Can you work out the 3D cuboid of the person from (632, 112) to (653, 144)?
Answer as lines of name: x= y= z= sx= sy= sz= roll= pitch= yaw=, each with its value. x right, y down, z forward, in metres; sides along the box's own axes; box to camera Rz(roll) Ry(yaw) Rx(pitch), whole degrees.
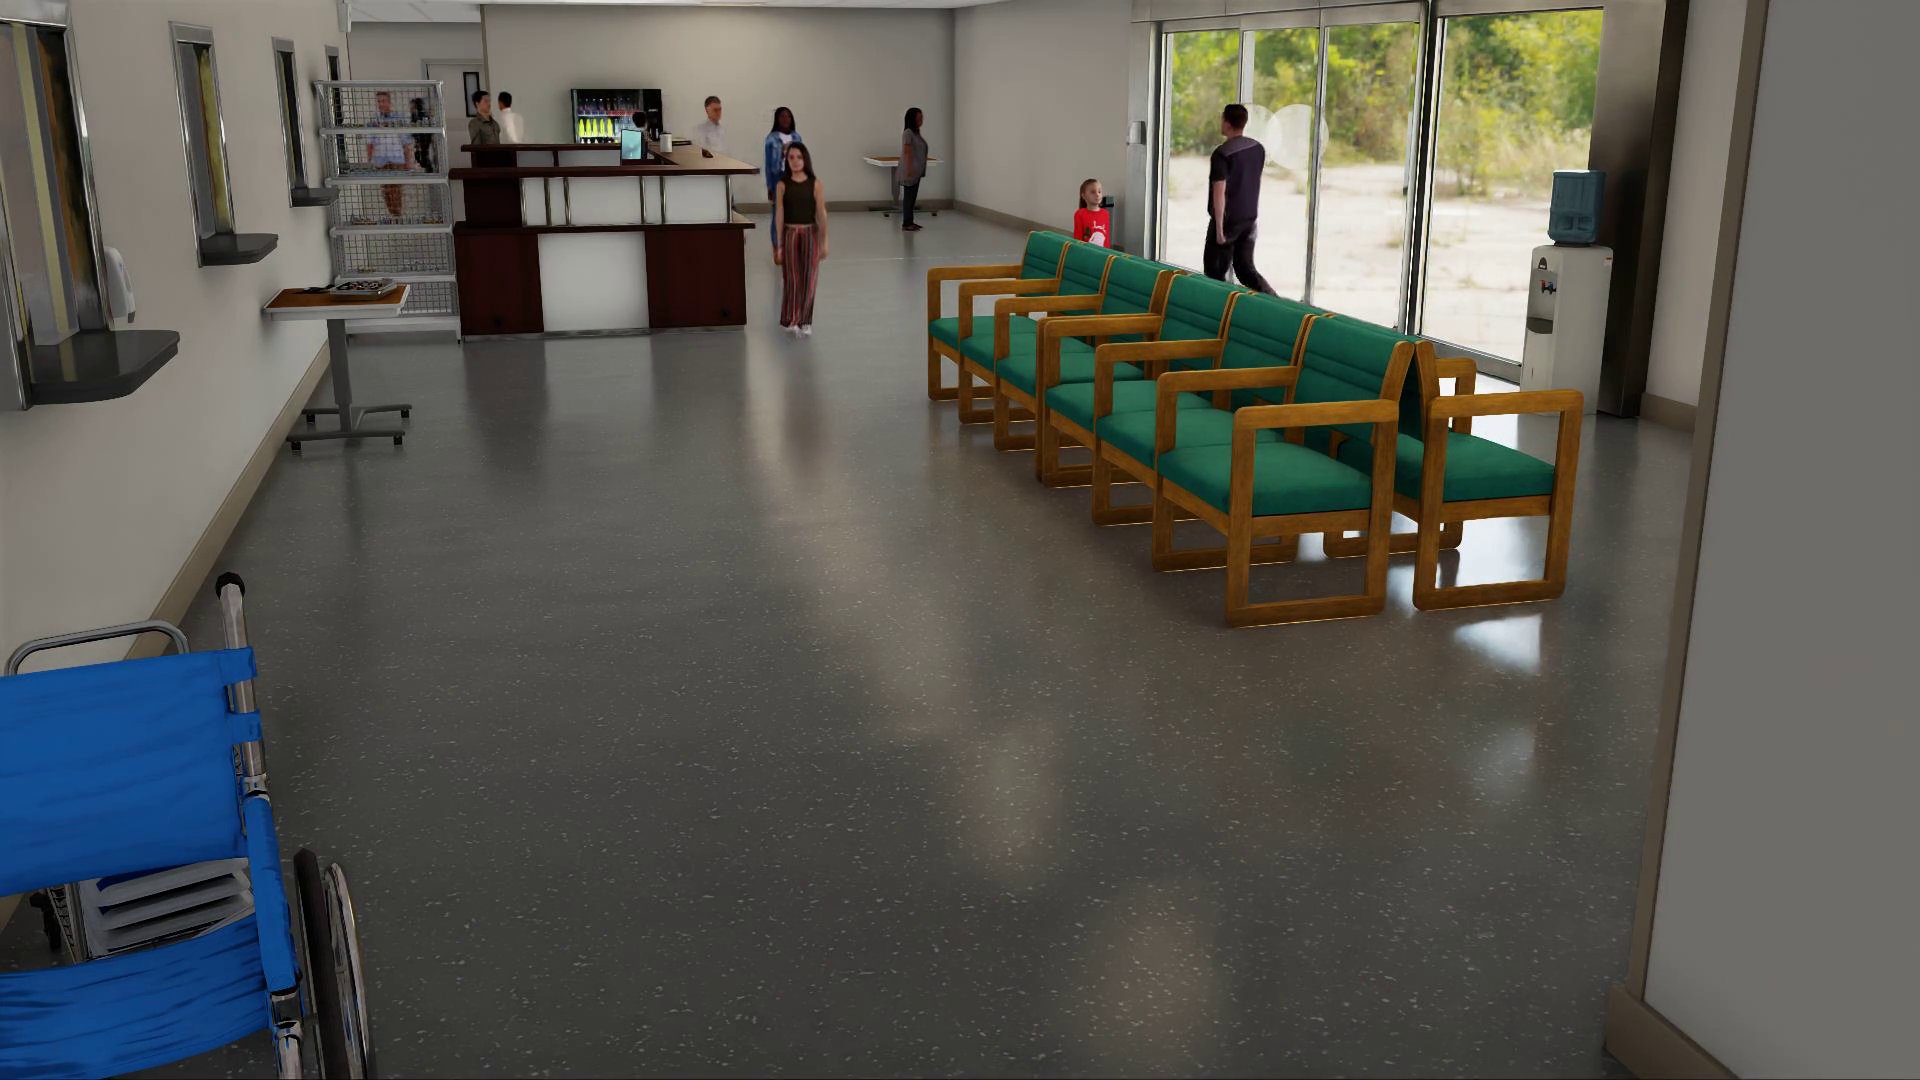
person: x=-4.439 y=-5.121 z=23.010 sx=0.925 sy=1.515 sz=0.738 roll=-9 pitch=18 yaw=-28

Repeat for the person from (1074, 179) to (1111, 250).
person: x=1.013 y=-2.151 z=12.905 sx=0.520 sy=1.281 sz=0.615 roll=-10 pitch=19 yaw=-32

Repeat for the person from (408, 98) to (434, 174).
person: x=-10.231 y=-7.604 z=31.720 sx=0.779 sy=1.569 sz=0.771 roll=-5 pitch=17 yaw=-19

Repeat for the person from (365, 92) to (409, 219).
person: x=-7.682 y=-5.087 z=22.371 sx=1.115 sy=1.797 sz=0.835 roll=-2 pitch=16 yaw=-7

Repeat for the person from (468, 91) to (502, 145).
person: x=-5.406 y=-4.179 z=19.020 sx=0.773 sy=1.867 sz=0.792 roll=4 pitch=16 yaw=14

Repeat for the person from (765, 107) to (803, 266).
person: x=-1.942 y=-3.846 z=18.170 sx=0.981 sy=1.687 sz=0.838 roll=-8 pitch=18 yaw=-27

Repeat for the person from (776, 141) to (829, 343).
person: x=-1.246 y=-2.351 z=13.153 sx=0.985 sy=1.532 sz=0.781 roll=-1 pitch=16 yaw=-3

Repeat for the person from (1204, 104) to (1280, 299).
person: x=2.178 y=-2.404 z=12.797 sx=1.098 sy=1.828 sz=1.001 roll=-12 pitch=20 yaw=-37

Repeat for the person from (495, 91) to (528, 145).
person: x=-6.195 y=-5.336 z=23.294 sx=1.234 sy=1.774 sz=1.146 roll=8 pitch=18 yaw=26

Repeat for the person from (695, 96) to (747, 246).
person: x=-3.022 y=-4.367 z=19.874 sx=1.171 sy=1.765 sz=1.133 roll=8 pitch=18 yaw=26

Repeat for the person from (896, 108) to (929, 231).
person: x=-0.660 y=-5.008 z=22.438 sx=0.774 sy=1.608 sz=0.735 roll=2 pitch=16 yaw=8
